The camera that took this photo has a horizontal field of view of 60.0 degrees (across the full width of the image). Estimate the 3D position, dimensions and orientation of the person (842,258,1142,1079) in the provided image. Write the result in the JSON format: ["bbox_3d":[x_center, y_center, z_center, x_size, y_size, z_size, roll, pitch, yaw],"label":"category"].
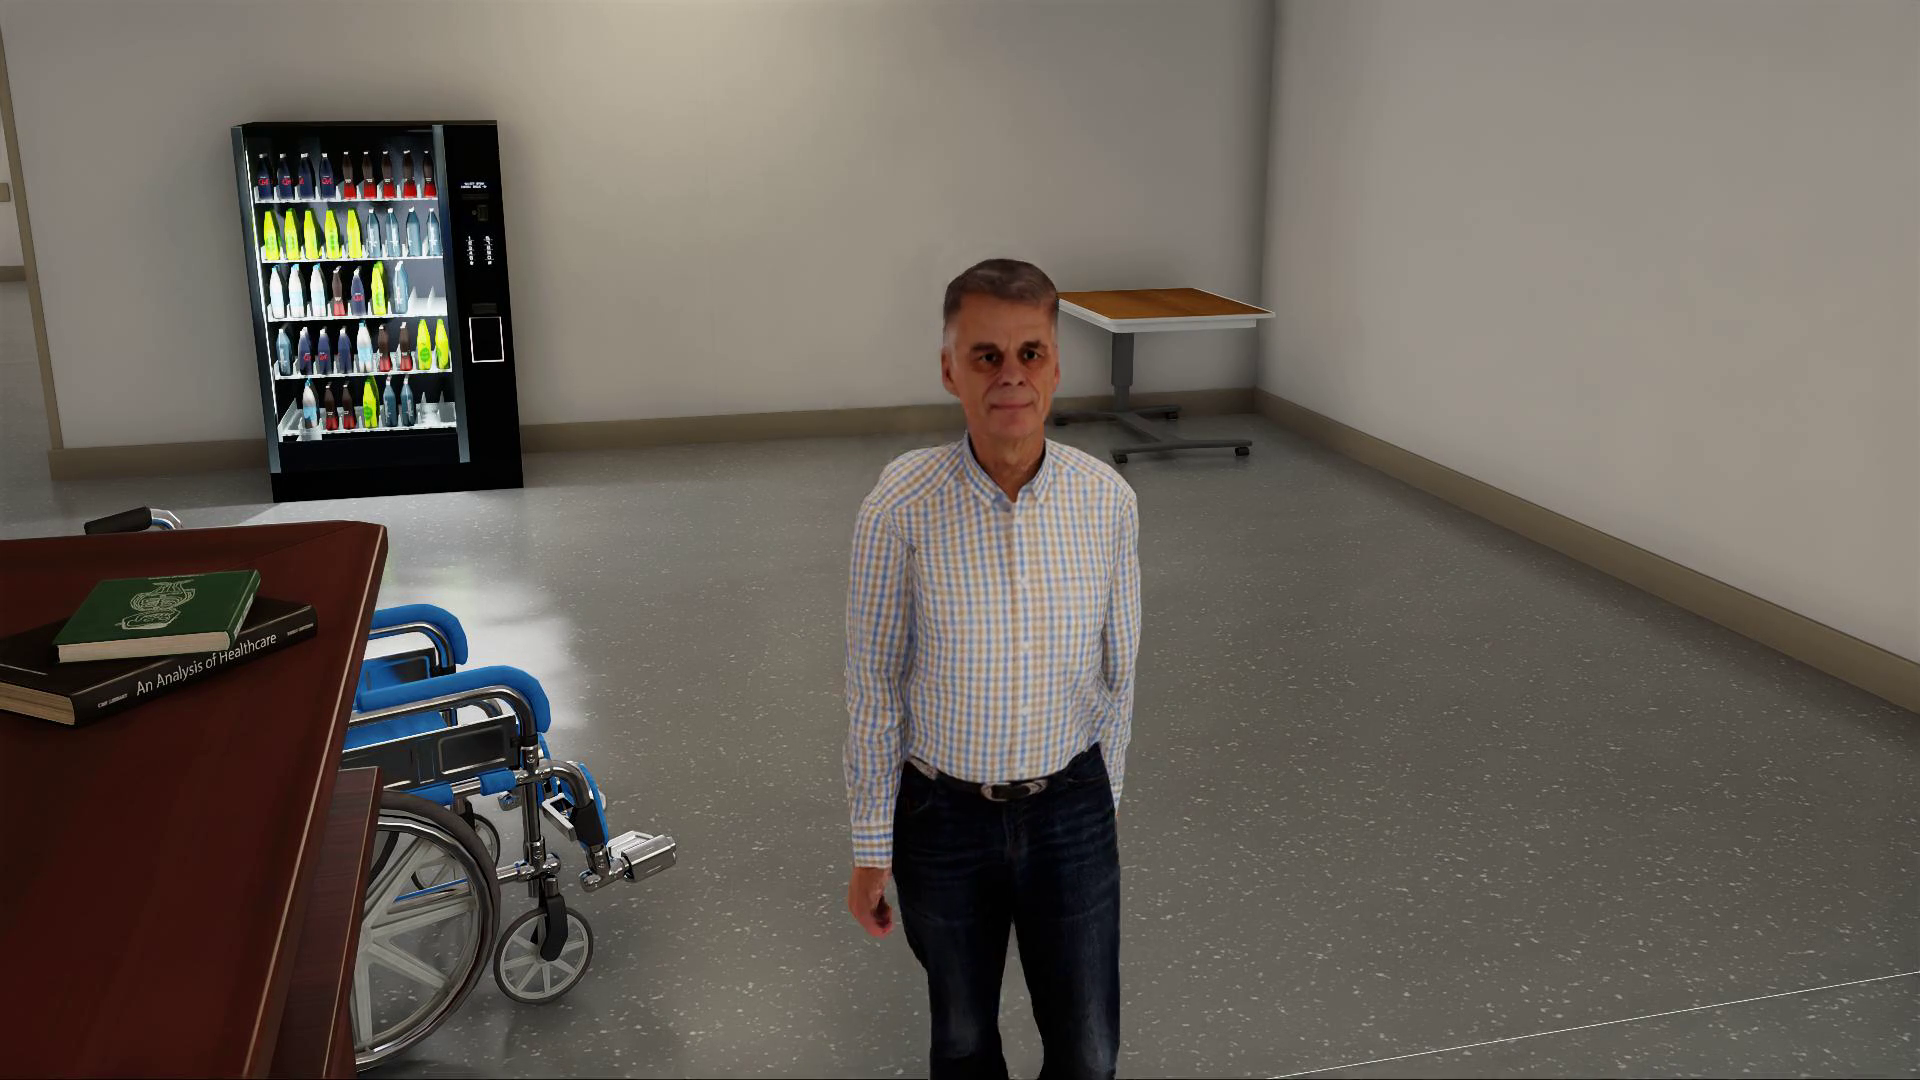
[{"bbox_3d":[0.050,0.426,2.827,0.658,1.804,0.769,-1,16,-5],"label":"person"}]
